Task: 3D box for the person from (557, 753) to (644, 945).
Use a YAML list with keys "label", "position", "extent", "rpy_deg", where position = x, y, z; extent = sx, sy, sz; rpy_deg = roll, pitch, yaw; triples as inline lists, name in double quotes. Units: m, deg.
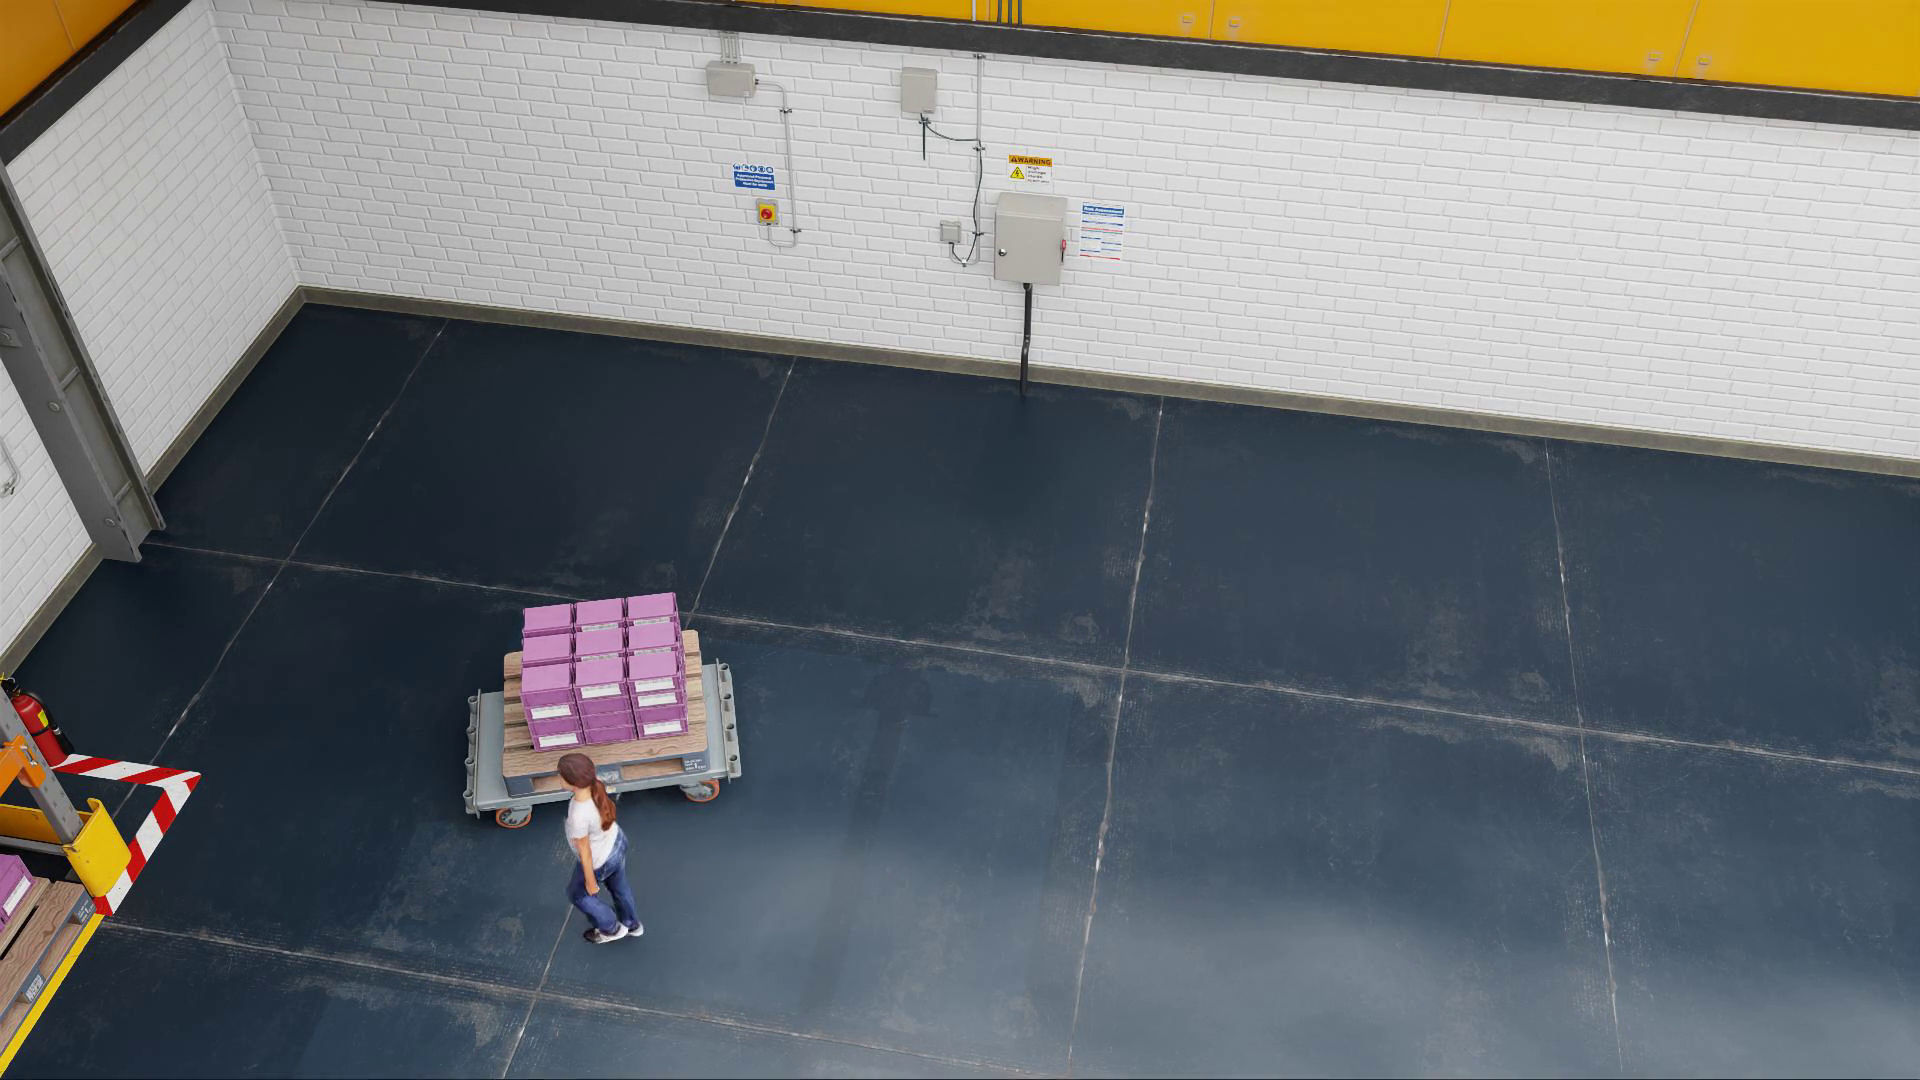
- label: "person"
  position: [-1.913, 1.713, 9.099]
  extent: [0.605, 1.550, 0.505]
  rpy_deg: [7, 44, 7]
